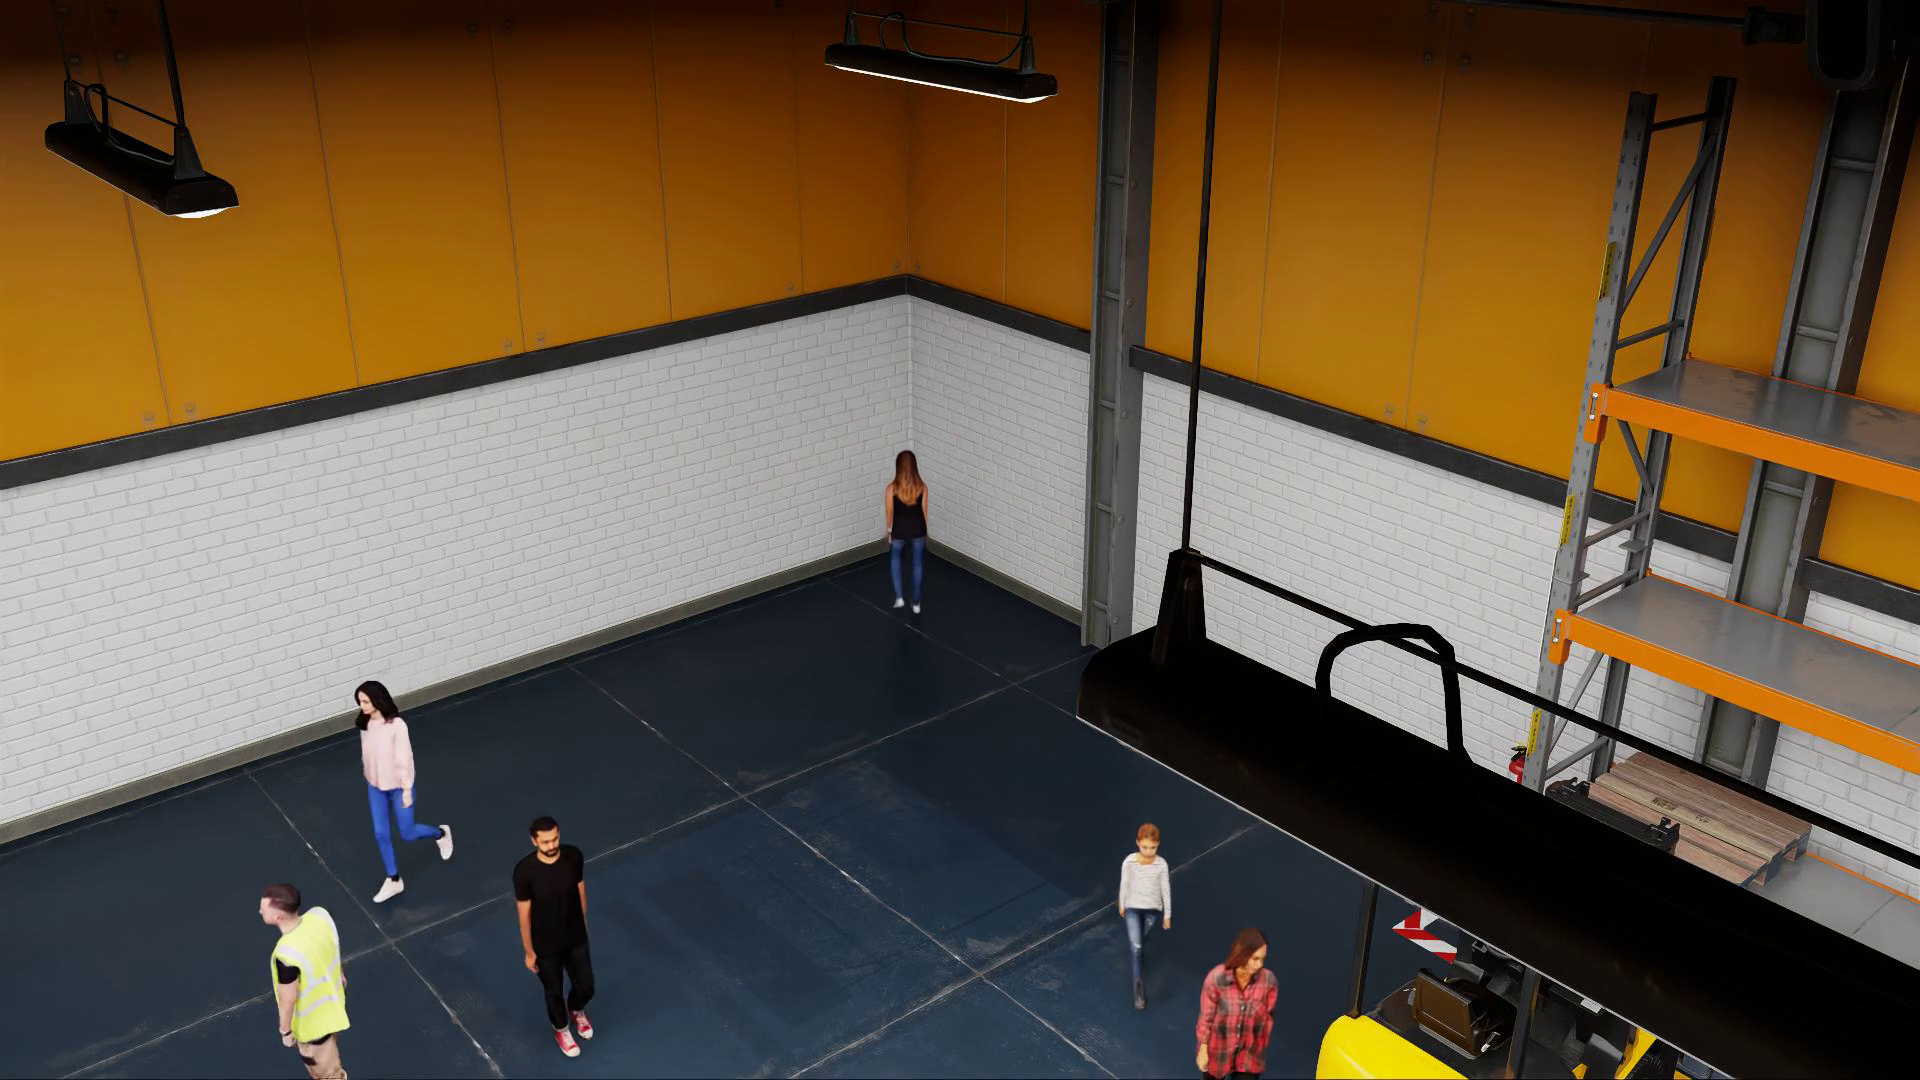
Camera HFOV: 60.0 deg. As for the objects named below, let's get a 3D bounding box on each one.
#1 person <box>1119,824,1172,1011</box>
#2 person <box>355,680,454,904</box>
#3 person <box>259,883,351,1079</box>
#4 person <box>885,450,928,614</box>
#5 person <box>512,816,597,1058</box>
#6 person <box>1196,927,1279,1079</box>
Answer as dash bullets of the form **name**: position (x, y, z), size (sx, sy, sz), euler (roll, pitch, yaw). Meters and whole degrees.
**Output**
- **person**: position (1.246, 2.468, 11.288), size (0.855, 1.285, 0.941), euler (1, 24, 2)
- **person**: position (-4.118, 1.799, 12.242), size (1.009, 1.748, 0.949), euler (11, 26, 24)
- **person**: position (-3.761, 2.800, 9.852), size (0.941, 1.828, 0.885), euler (4, 24, 9)
- **person**: position (-0.504, -0.036, 16.487), size (0.721, 1.710, 0.779), euler (-2, 24, -4)
- **person**: position (-2.614, 2.498, 10.644), size (0.671, 1.747, 0.677), euler (-15, 27, -30)
- **person**: position (1.583, 2.935, 9.744), size (1.028, 1.666, 1.101), euler (2, 24, 4)
